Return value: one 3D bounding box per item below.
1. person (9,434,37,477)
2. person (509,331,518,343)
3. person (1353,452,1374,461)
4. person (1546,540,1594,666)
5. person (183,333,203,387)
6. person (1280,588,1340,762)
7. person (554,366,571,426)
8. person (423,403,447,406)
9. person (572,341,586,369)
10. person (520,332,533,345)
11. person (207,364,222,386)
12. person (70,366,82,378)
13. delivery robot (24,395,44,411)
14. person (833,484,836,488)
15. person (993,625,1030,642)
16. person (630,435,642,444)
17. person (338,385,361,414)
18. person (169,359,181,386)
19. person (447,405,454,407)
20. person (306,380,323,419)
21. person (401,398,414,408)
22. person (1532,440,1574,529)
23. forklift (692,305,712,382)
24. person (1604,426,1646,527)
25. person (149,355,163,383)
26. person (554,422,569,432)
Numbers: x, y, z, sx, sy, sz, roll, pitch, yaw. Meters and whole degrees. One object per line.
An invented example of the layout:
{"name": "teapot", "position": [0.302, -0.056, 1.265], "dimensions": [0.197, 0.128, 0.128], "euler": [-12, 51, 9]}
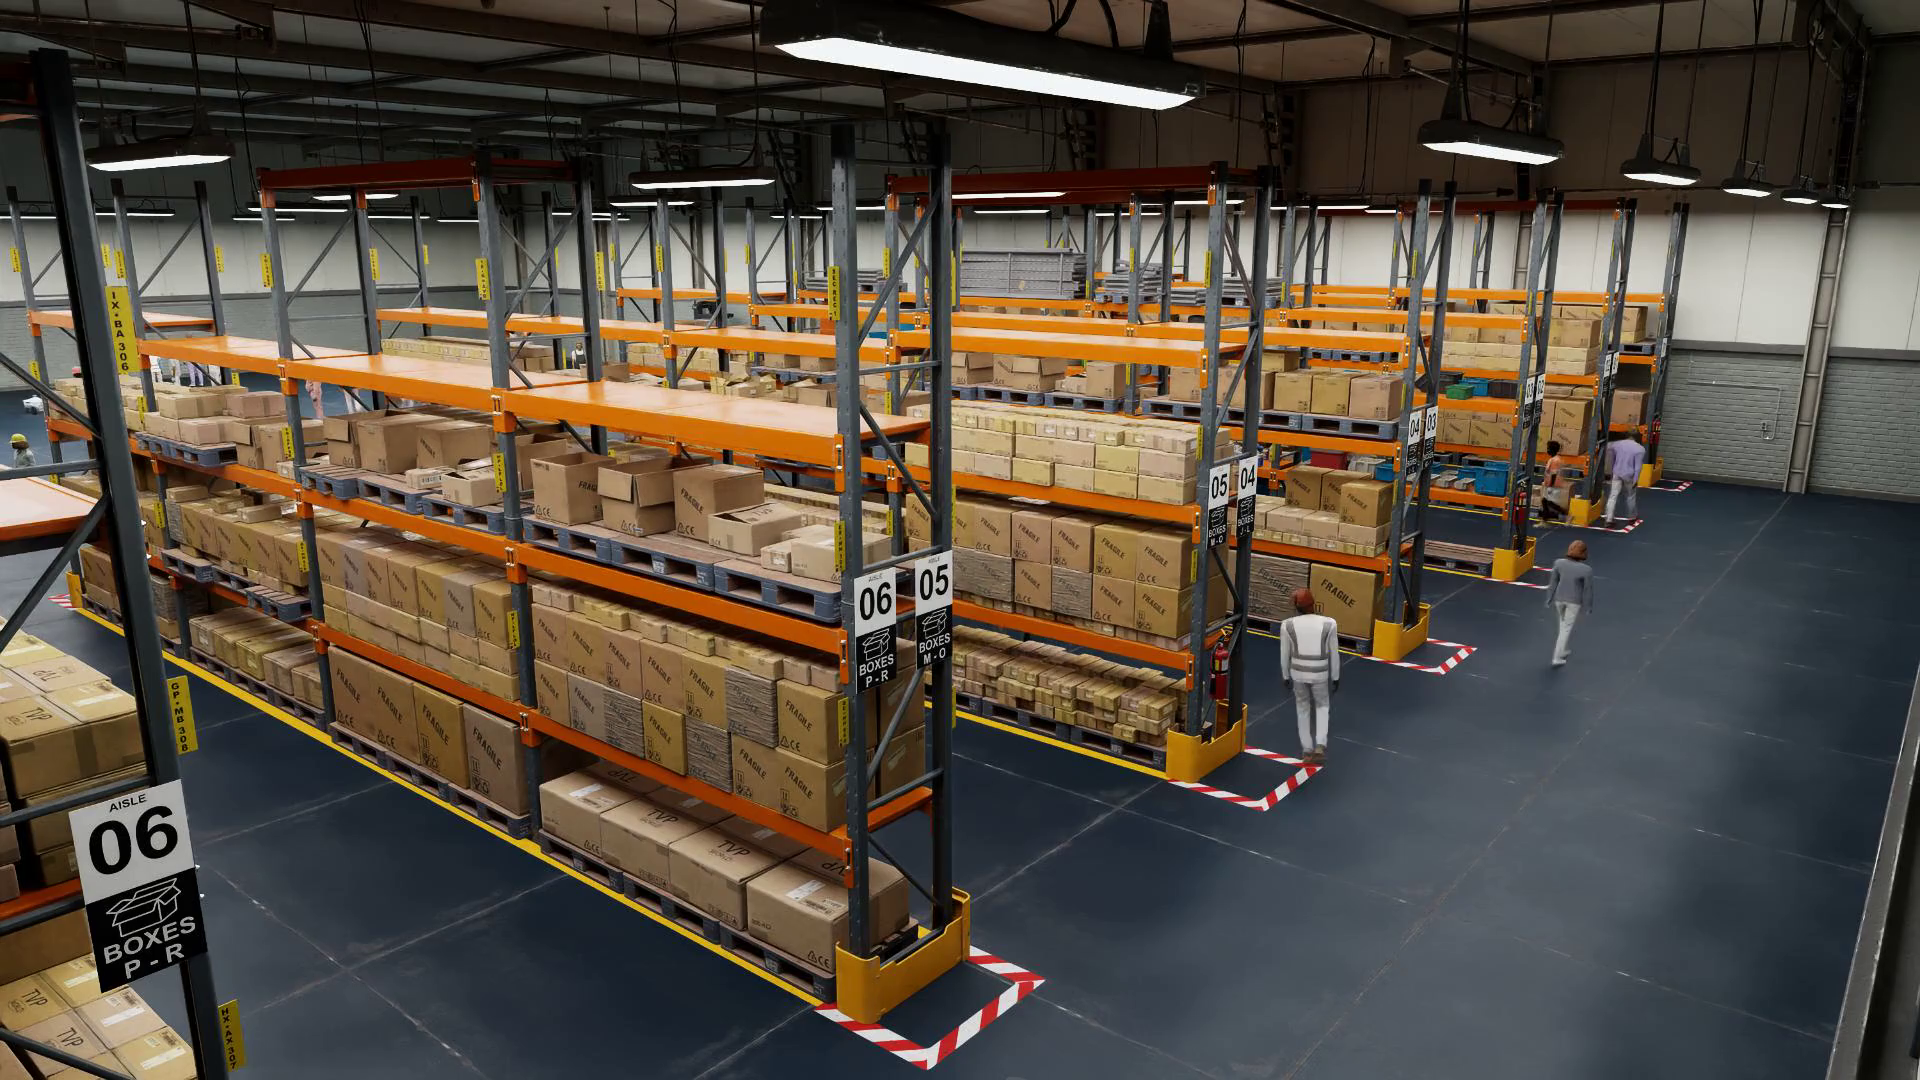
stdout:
{"name": "person", "position": [-17.547, -1.130, 23.645], "dimensions": [0.492, 1.743, 0.296], "euler": [5, 15, 21]}
{"name": "person", "position": [-17.595, -7.490, 49.605], "dimensions": [0.429, 1.844, 0.627], "euler": [3, 14, 12]}
{"name": "person", "position": [7.860, -1.414, 24.684], "dimensions": [0.567, 1.814, 0.925], "euler": [-12, 18, -41]}
{"name": "person", "position": [7.820, 0.781, 16.043], "dimensions": [0.699, 1.606, 0.533], "euler": [-9, 17, -34]}
{"name": "person", "position": [-27.613, -6.474, 45.283], "dimensions": [0.404, 1.911, 0.636], "euler": [9, 16, 33]}
{"name": "person", "position": [3.590, 1.407, 12.974], "dimensions": [0.613, 1.856, 0.432], "euler": [4, 14, 16]}
{"name": "person", "position": [-11.565, -4.097, 35.898], "dimensions": [0.901, 1.719, 0.540], "euler": [2, 14, 7]}
{"name": "person", "position": [-12.405, -2.755, 29.988], "dimensions": [0.643, 1.908, 0.410], "euler": [-11, 18, -39]}
{"name": "person", "position": [-12.842, -5.798, 42.633], "dimensions": [0.508, 1.844, 0.336], "euler": [-6, 15, -23]}
{"name": "person", "position": [-15.903, -6.704, 46.218], "dimensions": [0.723, 1.919, 0.561], "euler": [11, 17, 38]}
{"name": "person", "position": [-24.001, -5.302, 40.561], "dimensions": [0.521, 1.864, 0.336], "euler": [2, 14, 8]}
{"name": "person", "position": [-23.596, -3.715, 33.897], "dimensions": [0.398, 1.923, 0.571], "euler": [-8, 16, -30]}
{"name": "delivery robot", "position": [-28.351, -4.196, 38.626], "dimensions": [0.707, 0.478, 0.477], "euler": [6, 15, 23]}
{"name": "person", "position": [-2.471, -1.847, 26.216], "dimensions": [0.422, 1.924, 0.636], "euler": [8, 16, 29]}
{"name": "person", "position": [0.617, 0.512, 16.530], "dimensions": [0.600, 1.914, 0.614], "euler": [-11, 17, -37]}
{"name": "person", "position": [-6.236, -1.273, 24.506], "dimensions": [0.579, 1.617, 0.513], "euler": [11, 18, 39]}
{"name": "person", "position": [-18.066, -4.563, 37.256], "dimensions": [0.610, 1.981, 0.423], "euler": [-10, 17, -35]}
{"name": "person", "position": [-25.088, -5.231, 40.253], "dimensions": [0.309, 1.868, 0.535], "euler": [-3, 14, -14]}
{"name": "person", "position": [-11.446, -2.363, 28.512], "dimensions": [0.799, 1.840, 0.579], "euler": [3, 14, 12]}
{"name": "person", "position": [-18.224, -4.107, 35.550], "dimensions": [0.407, 1.910, 0.639], "euler": [-6, 15, -25]}
{"name": "person", "position": [-16.330, -4.486, 37.155], "dimensions": [0.678, 1.880, 0.672], "euler": [-6, 15, -22]}
{"name": "person", "position": [11.025, -1.007, 23.274], "dimensions": [0.597, 1.672, 0.547], "euler": [4, 14, 17]}
{"name": "forklift", "position": [-9.511, -7.392, 47.124], "dimensions": [1.873, 2.768, 1.129], "euler": [11, 17, 38]}
{"name": "person", "position": [12.494, -1.194, 23.633], "dimensions": [1.020, 1.880, 0.645], "euler": [-11, 18, -39]}
{"name": "person", "position": [-27.223, -5.673, 42.553], "dimensions": [0.313, 1.638, 0.513], "euler": [12, 18, 41]}
{"name": "person", "position": [-8.922, -2.364, 28.194], "dimensions": [0.388, 1.992, 0.625], "euler": [7, 15, 25]}
